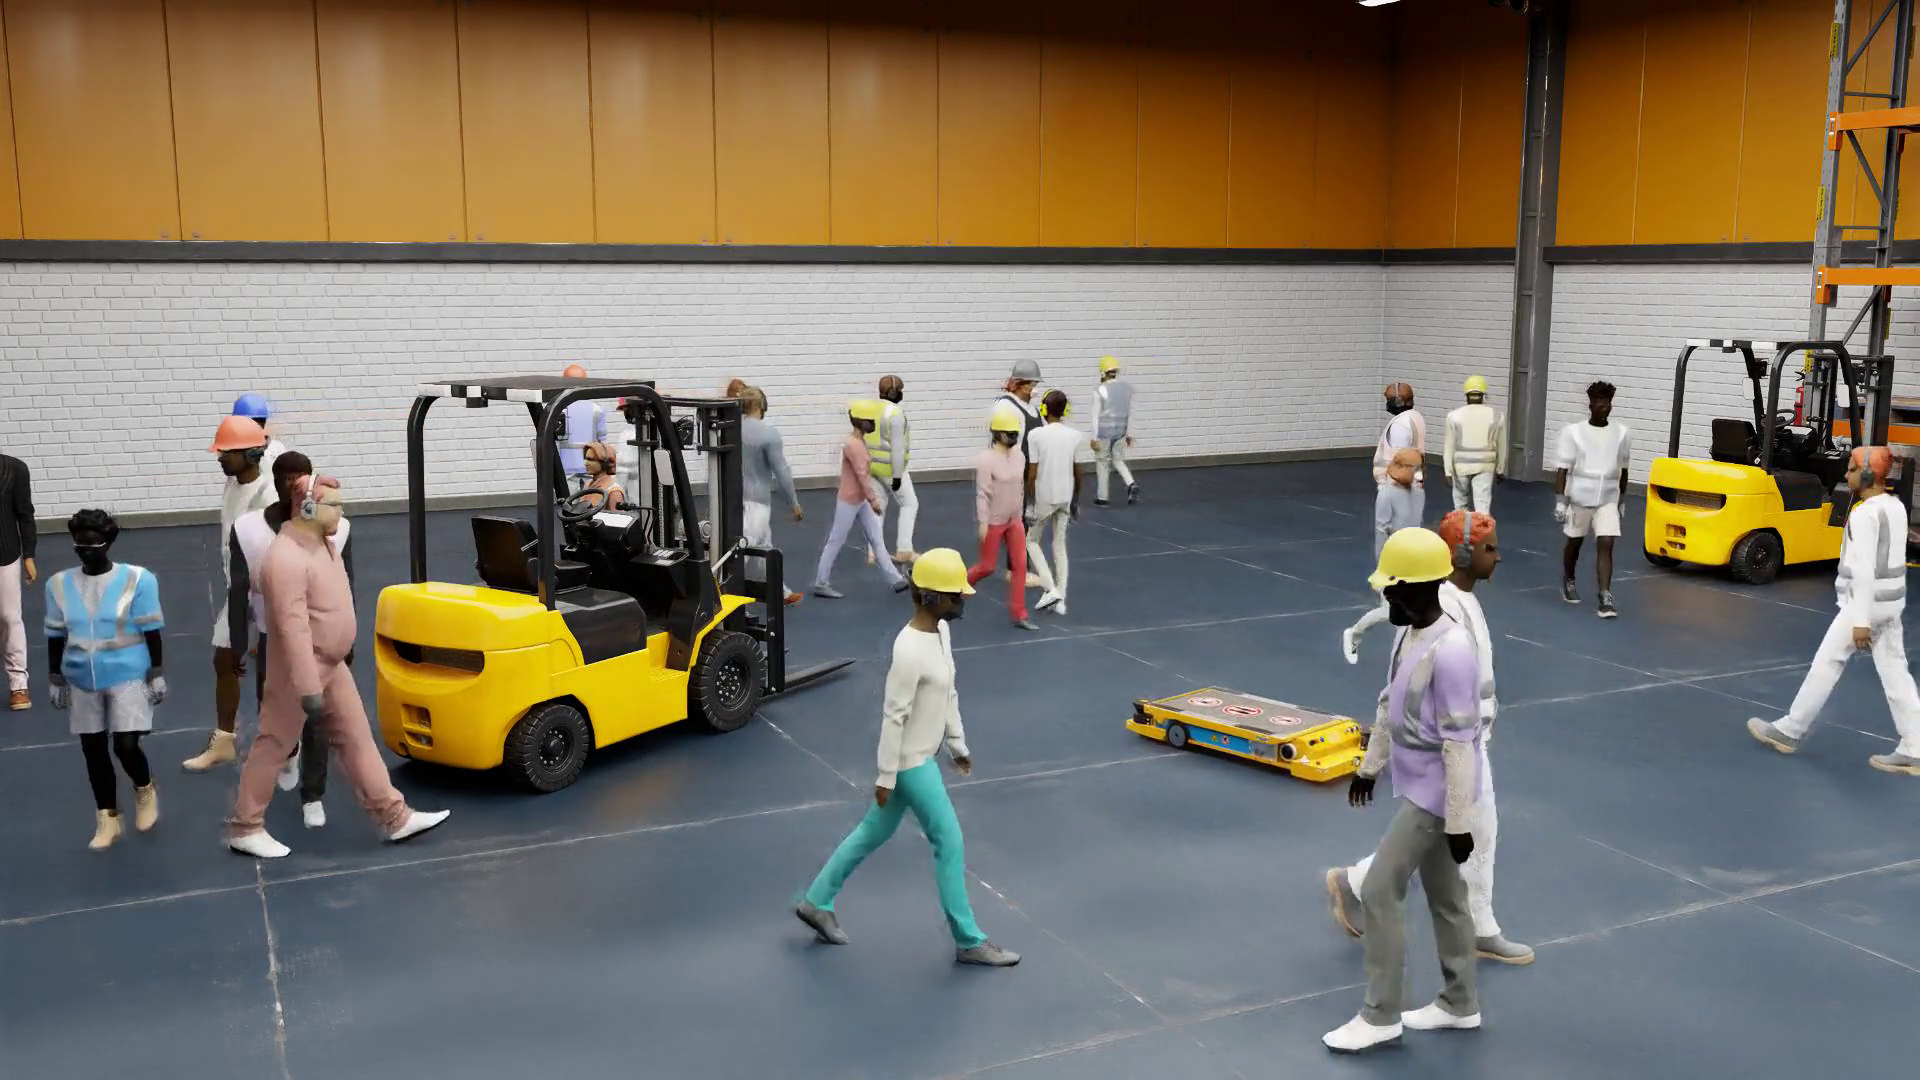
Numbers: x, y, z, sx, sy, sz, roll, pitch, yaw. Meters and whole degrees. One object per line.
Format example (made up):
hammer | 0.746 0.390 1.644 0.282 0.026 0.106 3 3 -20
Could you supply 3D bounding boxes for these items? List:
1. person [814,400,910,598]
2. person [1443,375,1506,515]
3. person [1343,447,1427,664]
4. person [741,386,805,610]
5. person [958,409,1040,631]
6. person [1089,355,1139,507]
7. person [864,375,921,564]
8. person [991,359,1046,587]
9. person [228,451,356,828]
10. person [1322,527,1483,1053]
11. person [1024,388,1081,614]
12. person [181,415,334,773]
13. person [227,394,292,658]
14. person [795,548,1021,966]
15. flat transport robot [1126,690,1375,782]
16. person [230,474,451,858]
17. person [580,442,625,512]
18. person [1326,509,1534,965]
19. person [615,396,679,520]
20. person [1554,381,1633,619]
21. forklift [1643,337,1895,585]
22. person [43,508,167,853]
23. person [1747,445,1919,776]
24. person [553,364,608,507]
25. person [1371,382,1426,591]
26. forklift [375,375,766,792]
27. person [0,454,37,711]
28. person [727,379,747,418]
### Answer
person | -0.826 -0.335 14.172 0.946 1.712 0.514 1 9 8
person | 5.052 -0.721 16.340 0.593 1.799 0.909 2 9 13
person | 2.978 0.148 11.457 0.504 1.616 0.581 -6 11 -35
person | -1.668 -0.296 13.404 0.658 1.884 1.028 9 13 44
person | 0.267 -0.167 13.073 0.532 1.744 0.756 -9 13 -44
person | 1.813 -1.268 19.641 0.599 1.820 0.590 -5 11 -31
person | -0.625 -0.670 15.938 0.631 1.823 0.629 -7 12 -37
person | 0.608 -0.603 14.824 0.616 2.000 0.709 4 10 21
person | -3.423 0.475 8.552 0.621 1.904 0.676 -4 10 -22
person | 1.595 0.888 6.000 0.727 1.894 0.619 1 9 7
person | 0.746 -0.313 13.613 0.549 1.851 0.399 -4 10 -25
person | -3.953 0.275 9.509 0.620 2.007 1.017 8 12 40
person | -4.948 -0.074 11.856 0.488 1.934 0.626 3 10 18
person | -0.250 0.865 6.756 0.939 1.712 0.515 1 9 8
flat transport robot | 1.721 1.103 9.716 0.652 0.197 1.431 -8 12 -42
person | -3.041 0.608 7.930 1.042 1.836 0.677 0 9 -2
person | -2.456 0.139 11.446 0.307 1.645 0.519 -7 12 -37
person | 1.934 0.795 6.719 0.748 1.860 0.590 5 10 28
person | -2.604 -0.313 13.493 0.809 1.887 0.668 5 10 27
person | 5.205 -0.359 13.719 0.626 1.914 1.023 1 9 4
forklift | 7.551 -0.789 15.507 2.313 2.155 1.214 -4 10 -25
person | -4.111 0.672 8.000 0.552 1.681 0.368 -1 9 -4
person | 5.069 0.374 9.407 0.601 1.827 0.974 -8 12 -40
person | -3.584 -0.678 15.616 0.552 1.932 0.377 -4 10 -25
person | 3.839 -0.463 14.595 0.429 1.839 0.623 5 10 27
forklift | -2.268 0.149 9.685 1.214 2.155 2.313 6 11 32
person | -6.187 0.112 10.531 0.613 1.994 0.395 -4 10 -21
person | -2.580 -1.058 19.080 0.863 1.564 0.510 7 11 36
